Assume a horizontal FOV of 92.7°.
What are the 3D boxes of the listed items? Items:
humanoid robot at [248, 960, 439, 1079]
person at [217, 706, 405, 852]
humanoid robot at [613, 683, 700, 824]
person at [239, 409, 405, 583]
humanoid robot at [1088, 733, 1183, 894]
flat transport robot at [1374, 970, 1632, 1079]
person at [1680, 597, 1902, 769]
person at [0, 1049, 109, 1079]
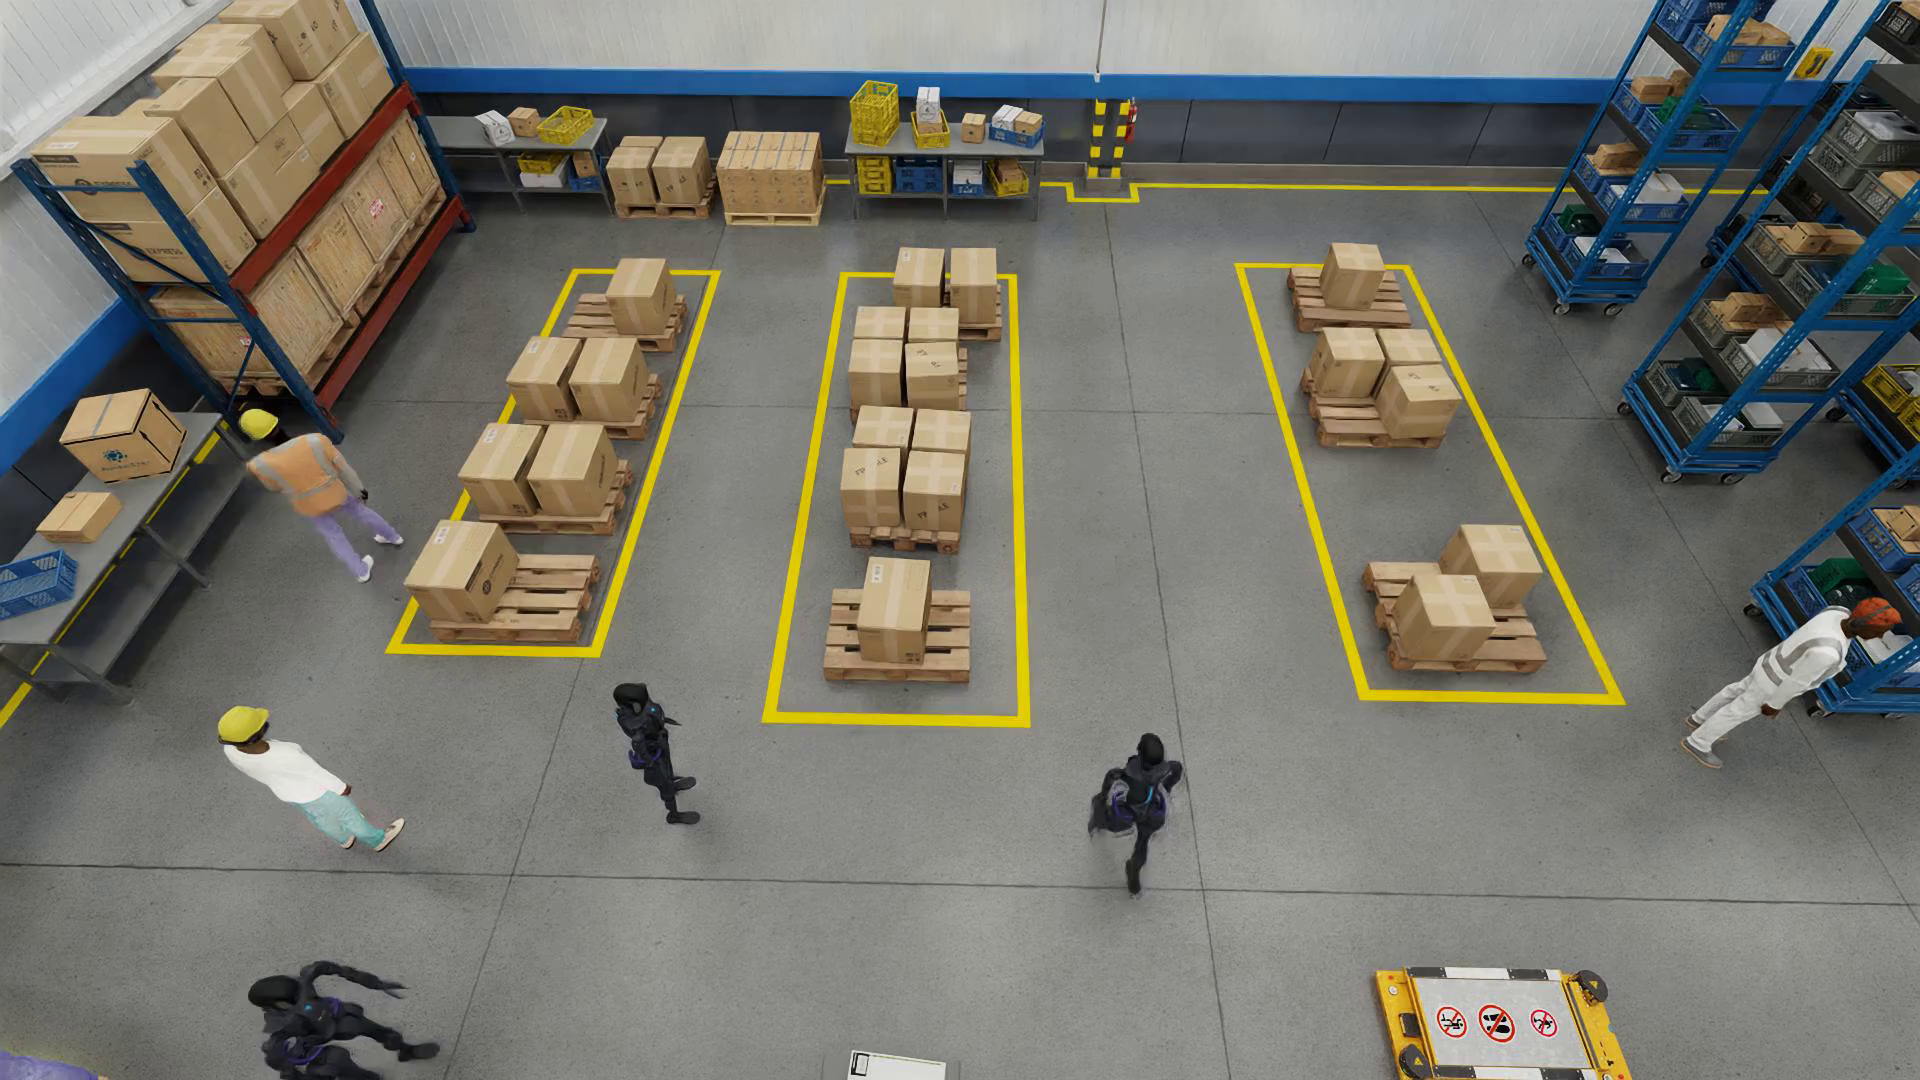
[{"bbox_3d":[-3.587,2.855,5.252,0.580,1.647,0.652,-1,51,-1],"label":"humanoid robot"},{"bbox_3d":[-4.407,1.629,6.192,0.532,1.765,0.327,6,51,5],"label":"person"},{"bbox_3d":[-2.109,1.453,6.385,0.316,1.653,0.603,-10,51,-8],"label":"humanoid robot"},{"bbox_3d":[-5.421,-0.409,7.768,0.508,1.896,0.584,33,58,24],"label":"person"},{"bbox_3d":[1.171,1.770,6.160,0.621,1.624,0.759,-4,51,-3],"label":"humanoid robot"},{"bbox_3d":[3.501,3.133,5.914,1.431,0.197,0.652,1,51,1],"label":"flat transport robot"},{"bbox_3d":[5.930,1.007,6.623,0.360,1.884,0.572,33,58,24],"label":"person"},{"bbox_3d":[-5.499,2.990,4.906,0.537,2.000,0.680,-16,53,-12],"label":"person"}]
